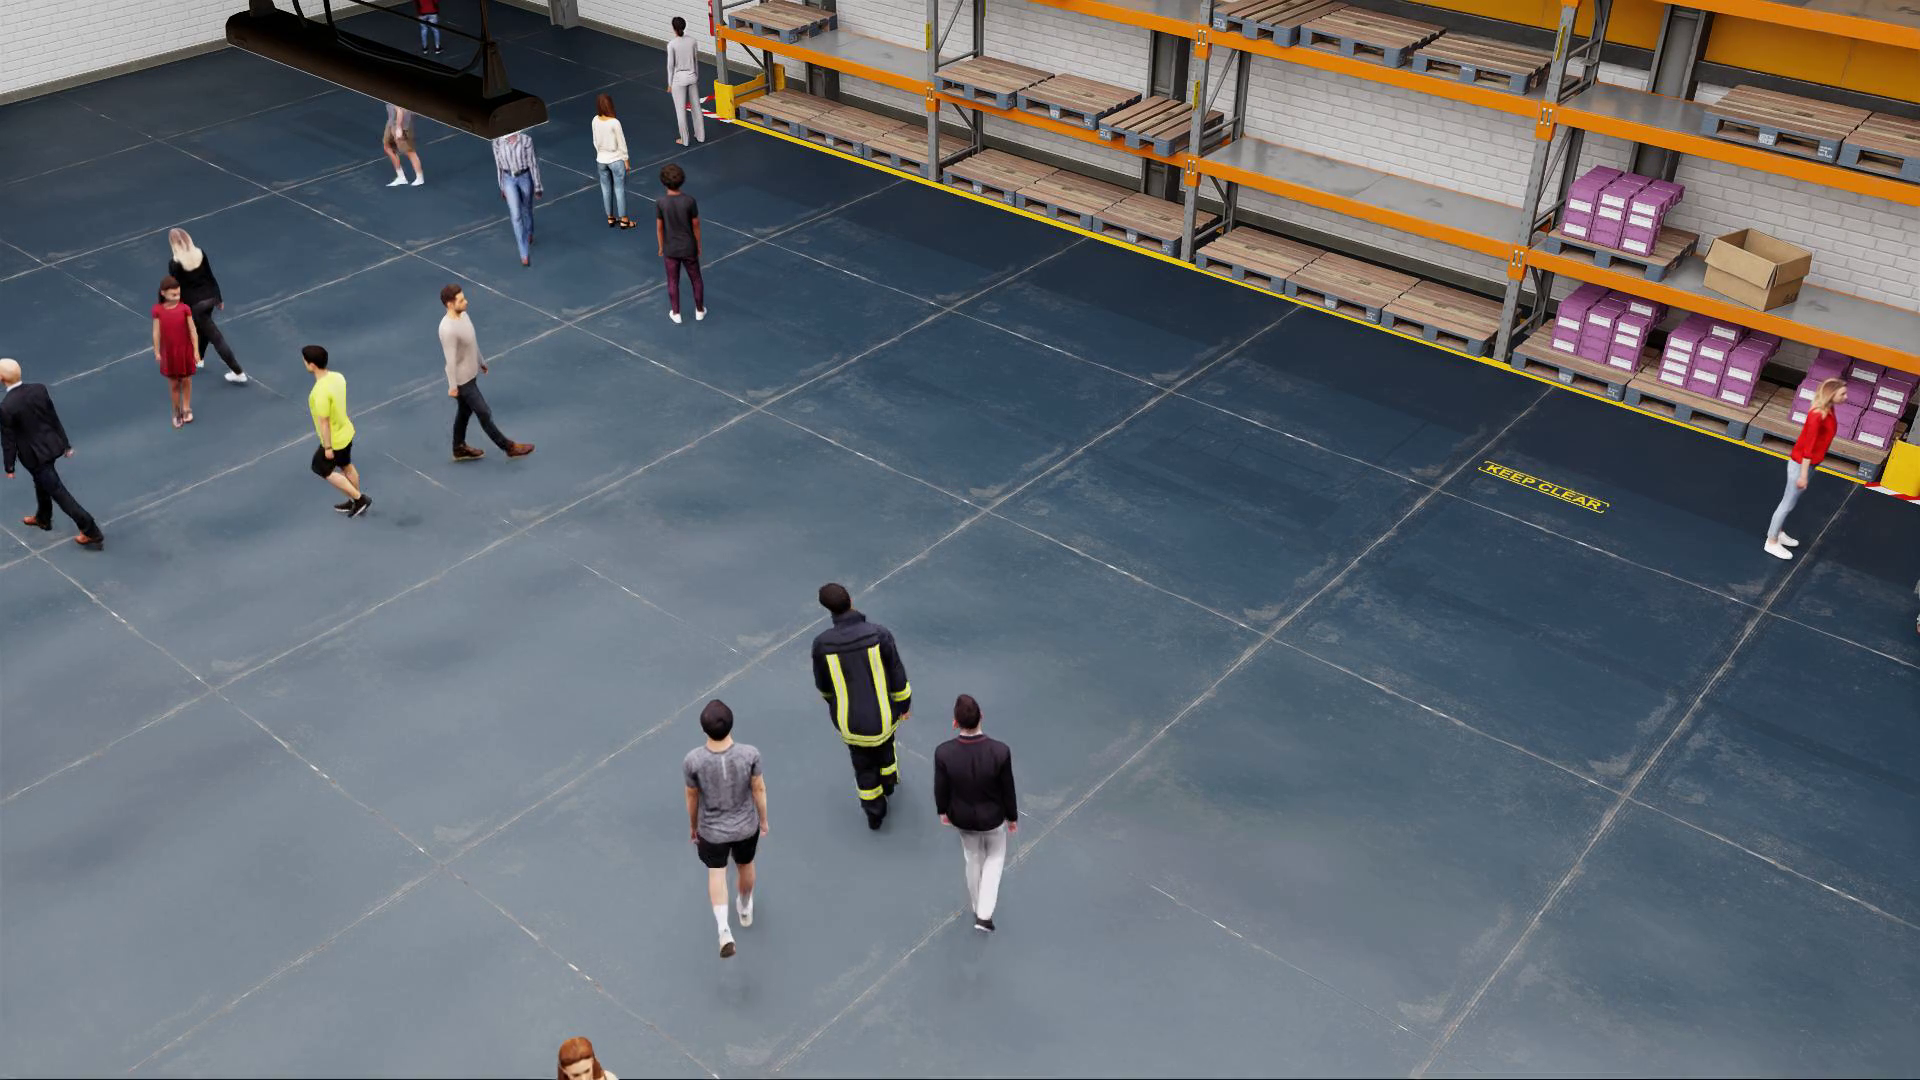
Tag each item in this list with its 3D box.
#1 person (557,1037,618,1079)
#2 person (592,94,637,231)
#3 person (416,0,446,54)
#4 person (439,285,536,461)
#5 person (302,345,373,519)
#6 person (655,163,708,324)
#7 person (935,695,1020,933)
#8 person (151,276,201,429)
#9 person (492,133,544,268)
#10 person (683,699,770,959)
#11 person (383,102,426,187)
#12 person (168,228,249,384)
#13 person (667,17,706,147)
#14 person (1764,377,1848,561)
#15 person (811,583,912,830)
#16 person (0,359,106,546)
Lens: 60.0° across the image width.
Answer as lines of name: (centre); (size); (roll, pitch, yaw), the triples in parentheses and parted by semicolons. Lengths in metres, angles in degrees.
person: (-1.958, 3.156, 8.698); (0.847, 1.593, 1.139); (-16, 37, -22)
person: (-4.260, -4.628, 20.327); (0.541, 1.683, 0.715); (17, 37, 24)
person: (-8.420, -8.342, 26.313); (0.620, 1.243, 0.682); (-3, 34, -4)
person: (-4.693, -1.516, 15.515); (1.160, 1.827, 1.090); (-1, 34, -2)
person: (-5.475, -0.944, 14.771); (0.863, 1.698, 0.810); (1, 34, 2)
person: (-3.061, -3.236, 18.144); (0.714, 1.781, 0.744); (-7, 34, -11)
person: (0.095, 1.814, 10.511); (0.891, 1.822, 0.948); (6, 34, 8)
person: (-7.696, -1.899, 16.368); (0.706, 1.521, 0.733); (-11, 35, -16)
person: (-5.197, -4.188, 19.606); (1.086, 1.749, 1.251); (-8, 34, -11)
person: (-1.447, 1.851, 10.431); (0.989, 1.848, 1.068); (-5, 34, -8)
person: (-7.165, -5.417, 21.546); (0.753, 1.830, 0.679); (-25, 41, -32)
person: (-7.651, -2.327, 16.905); (1.176, 1.640, 0.821); (13, 36, 19)
person: (-3.772, -6.291, 22.781); (0.686, 1.736, 0.608); (-23, 40, -30)
person: (7.272, -0.647, 14.319); (0.515, 1.704, 0.626); (22, 40, 30)
person: (-0.632, 1.183, 11.425); (1.070, 1.860, 1.130); (3, 34, 4)
person: (-7.890, -0.716, 14.374); (1.271, 1.757, 1.010); (10, 35, 15)
